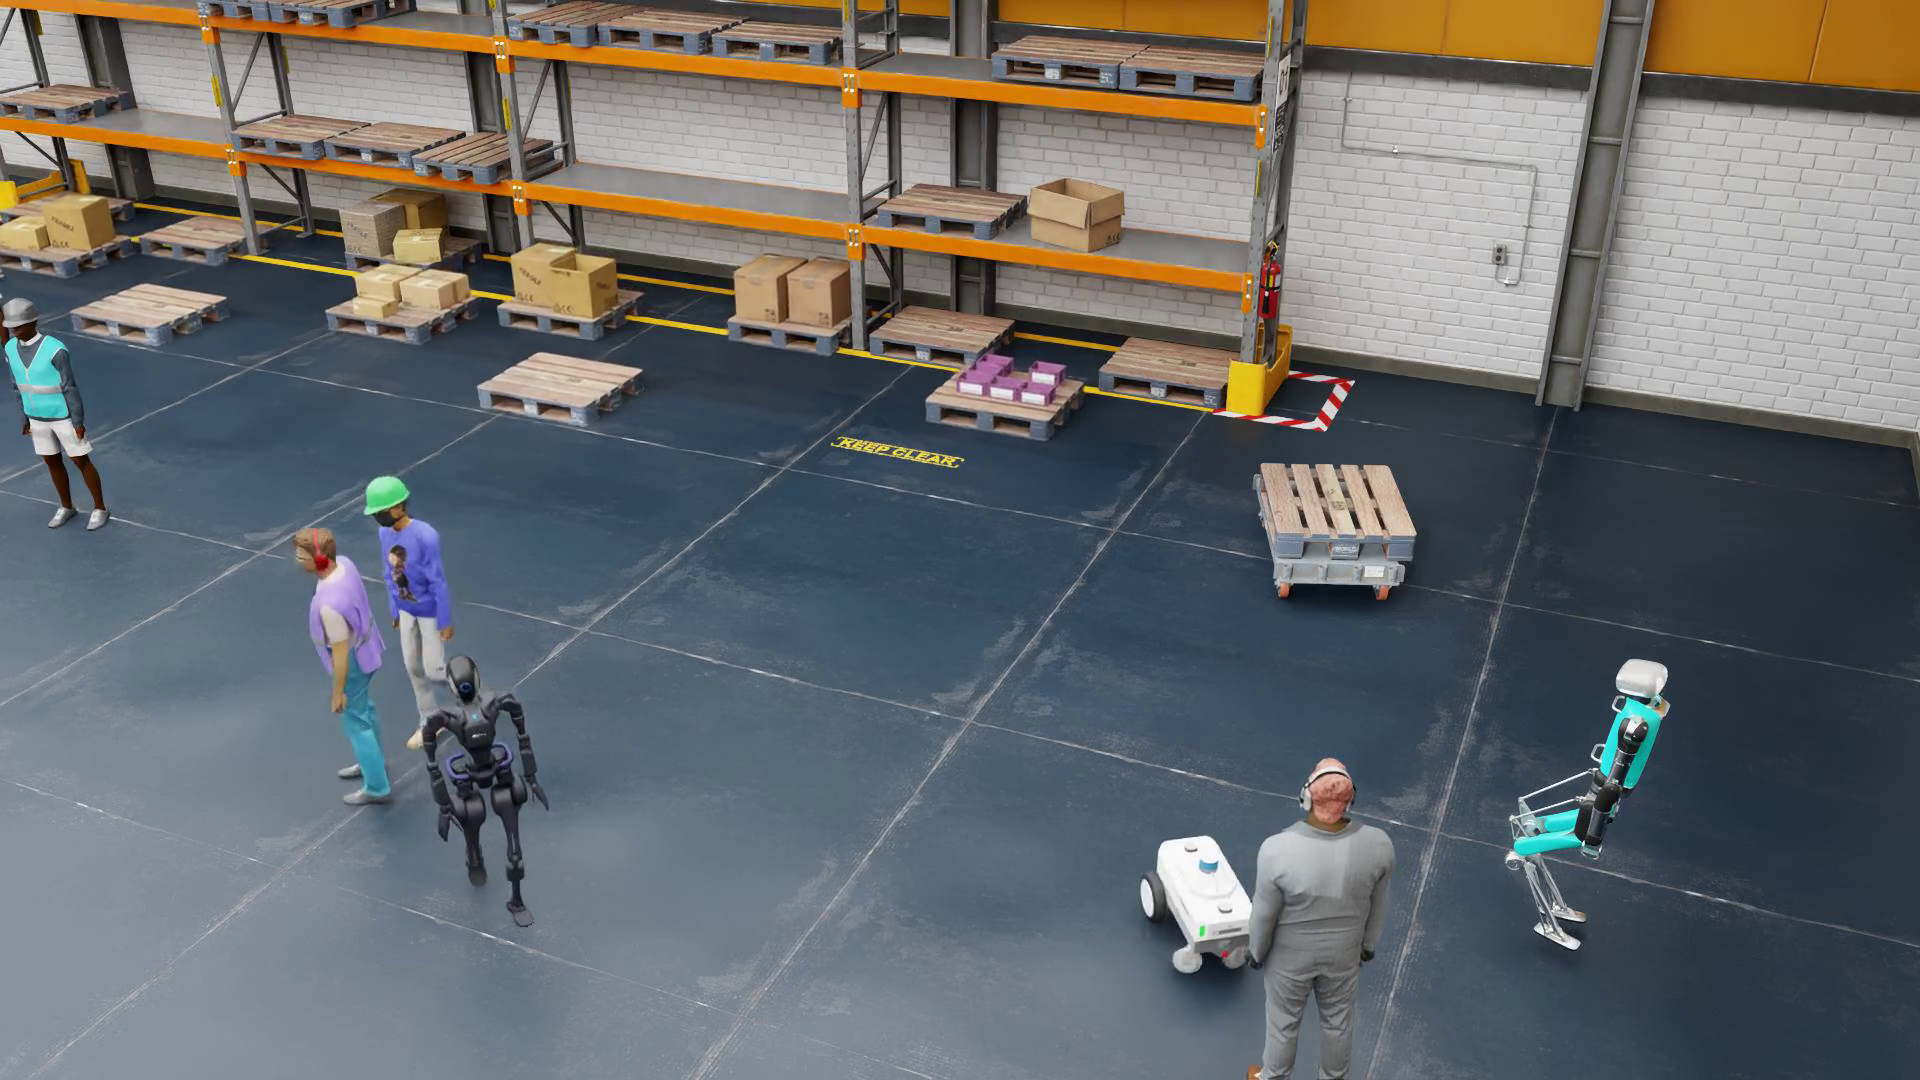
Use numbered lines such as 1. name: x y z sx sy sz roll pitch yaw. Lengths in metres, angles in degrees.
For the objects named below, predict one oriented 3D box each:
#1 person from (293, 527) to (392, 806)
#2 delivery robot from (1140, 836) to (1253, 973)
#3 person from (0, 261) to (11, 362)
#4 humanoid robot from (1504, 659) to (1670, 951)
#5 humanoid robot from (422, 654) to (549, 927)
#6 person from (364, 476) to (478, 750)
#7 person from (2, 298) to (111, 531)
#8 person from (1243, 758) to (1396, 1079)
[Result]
1. person: -3.609 0.735 9.803 0.428 1.838 0.589 -5 28 -10
2. delivery robot: 1.299 1.920 8.915 0.504 0.611 0.783 -6 28 -12
3. person: -9.686 -2.663 16.246 0.601 1.966 0.368 -13 30 -23
4. humanoid robot: 3.162 1.320 8.625 0.735 1.677 0.533 15 31 27
5. humanoid robot: -2.543 1.293 8.903 0.585 1.645 0.536 -15 31 -26
6. person: -3.354 0.423 10.393 0.496 1.850 0.513 13 30 23
7. person: -7.113 -0.992 13.048 0.554 1.931 0.454 4 28 7
8. person: 1.610 1.822 7.613 0.636 1.910 0.409 -3 27 -6
